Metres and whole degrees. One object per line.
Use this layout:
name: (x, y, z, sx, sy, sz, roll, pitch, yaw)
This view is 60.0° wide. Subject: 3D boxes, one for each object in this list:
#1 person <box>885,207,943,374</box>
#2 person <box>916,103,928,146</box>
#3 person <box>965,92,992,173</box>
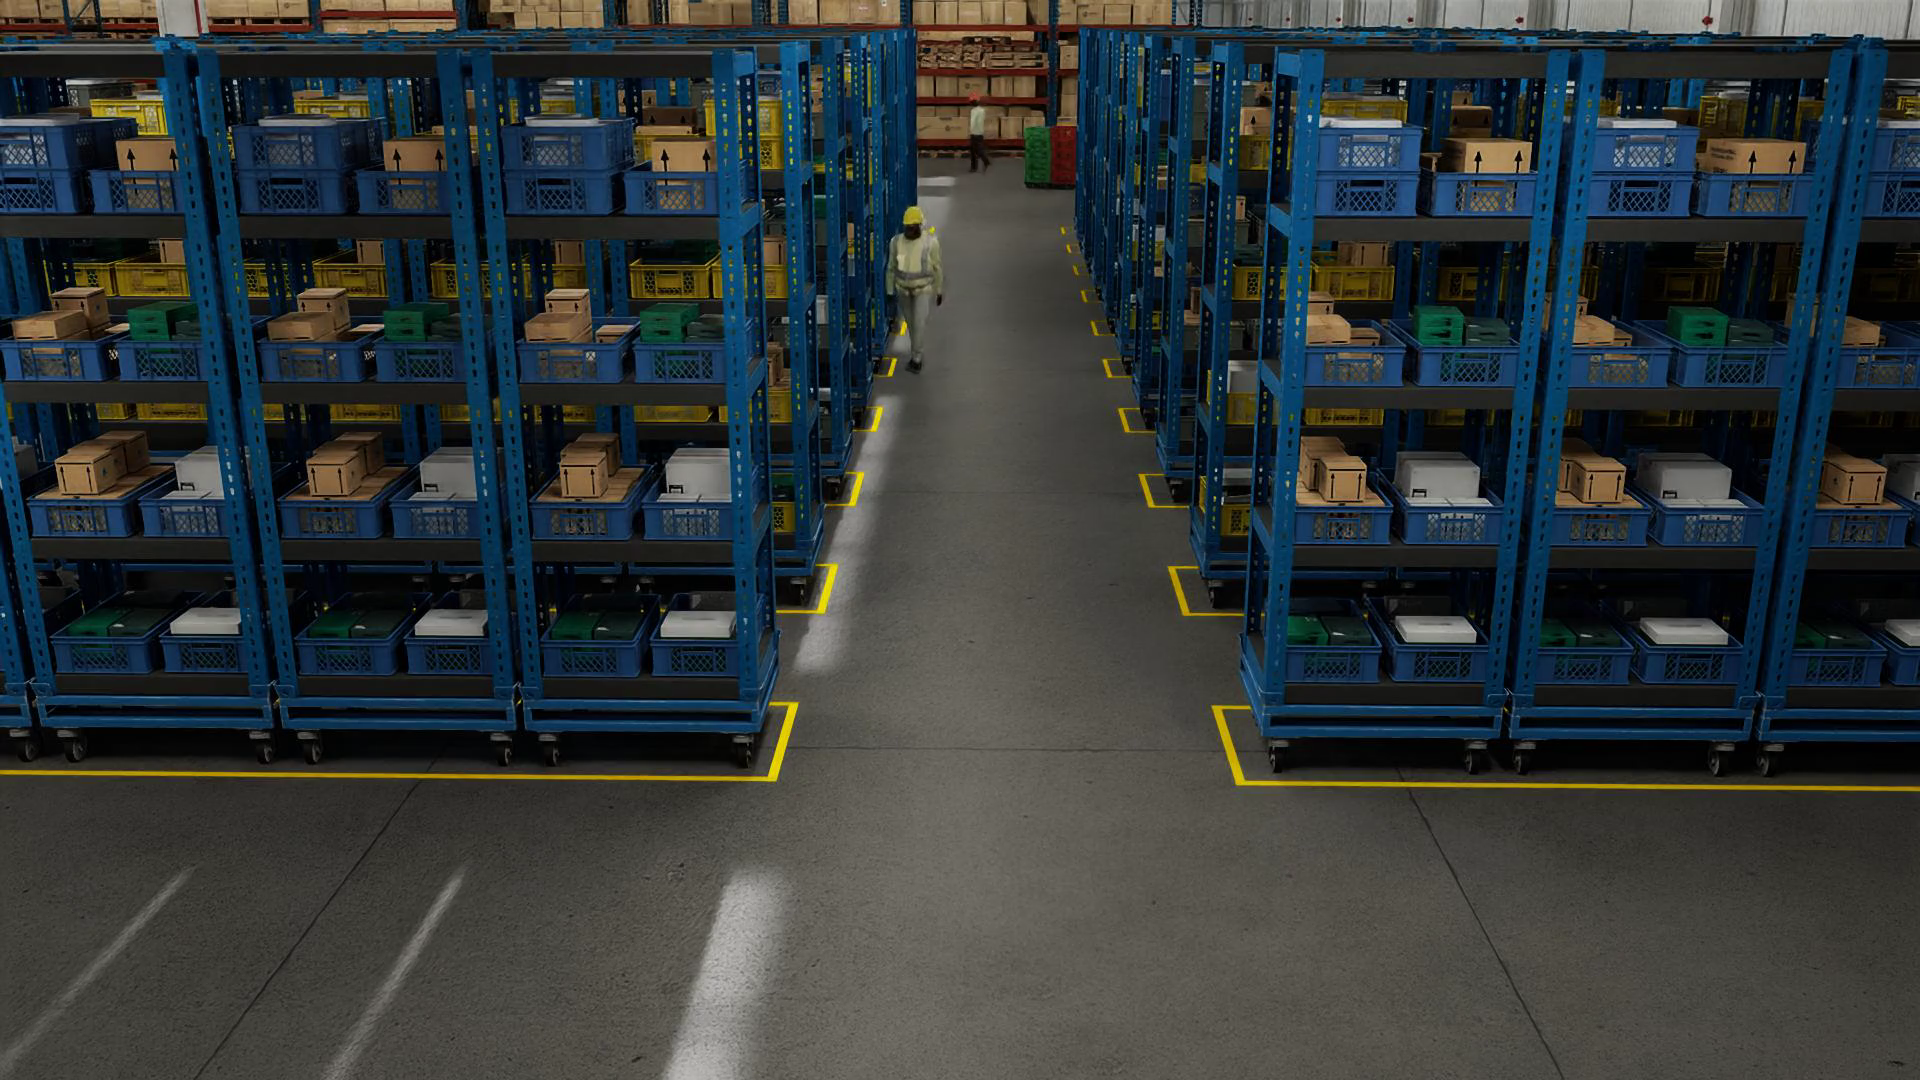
person: (-0.531, -2.705, 18.050, 0.603, 1.785, 0.925, 6, 18, 19)
person: (-1.234, -12.723, 49.762, 0.698, 1.920, 0.629, -3, 18, -9)
person: (0.443, -10.122, 41.362, 0.569, 1.979, 0.638, -7, 19, -23)
